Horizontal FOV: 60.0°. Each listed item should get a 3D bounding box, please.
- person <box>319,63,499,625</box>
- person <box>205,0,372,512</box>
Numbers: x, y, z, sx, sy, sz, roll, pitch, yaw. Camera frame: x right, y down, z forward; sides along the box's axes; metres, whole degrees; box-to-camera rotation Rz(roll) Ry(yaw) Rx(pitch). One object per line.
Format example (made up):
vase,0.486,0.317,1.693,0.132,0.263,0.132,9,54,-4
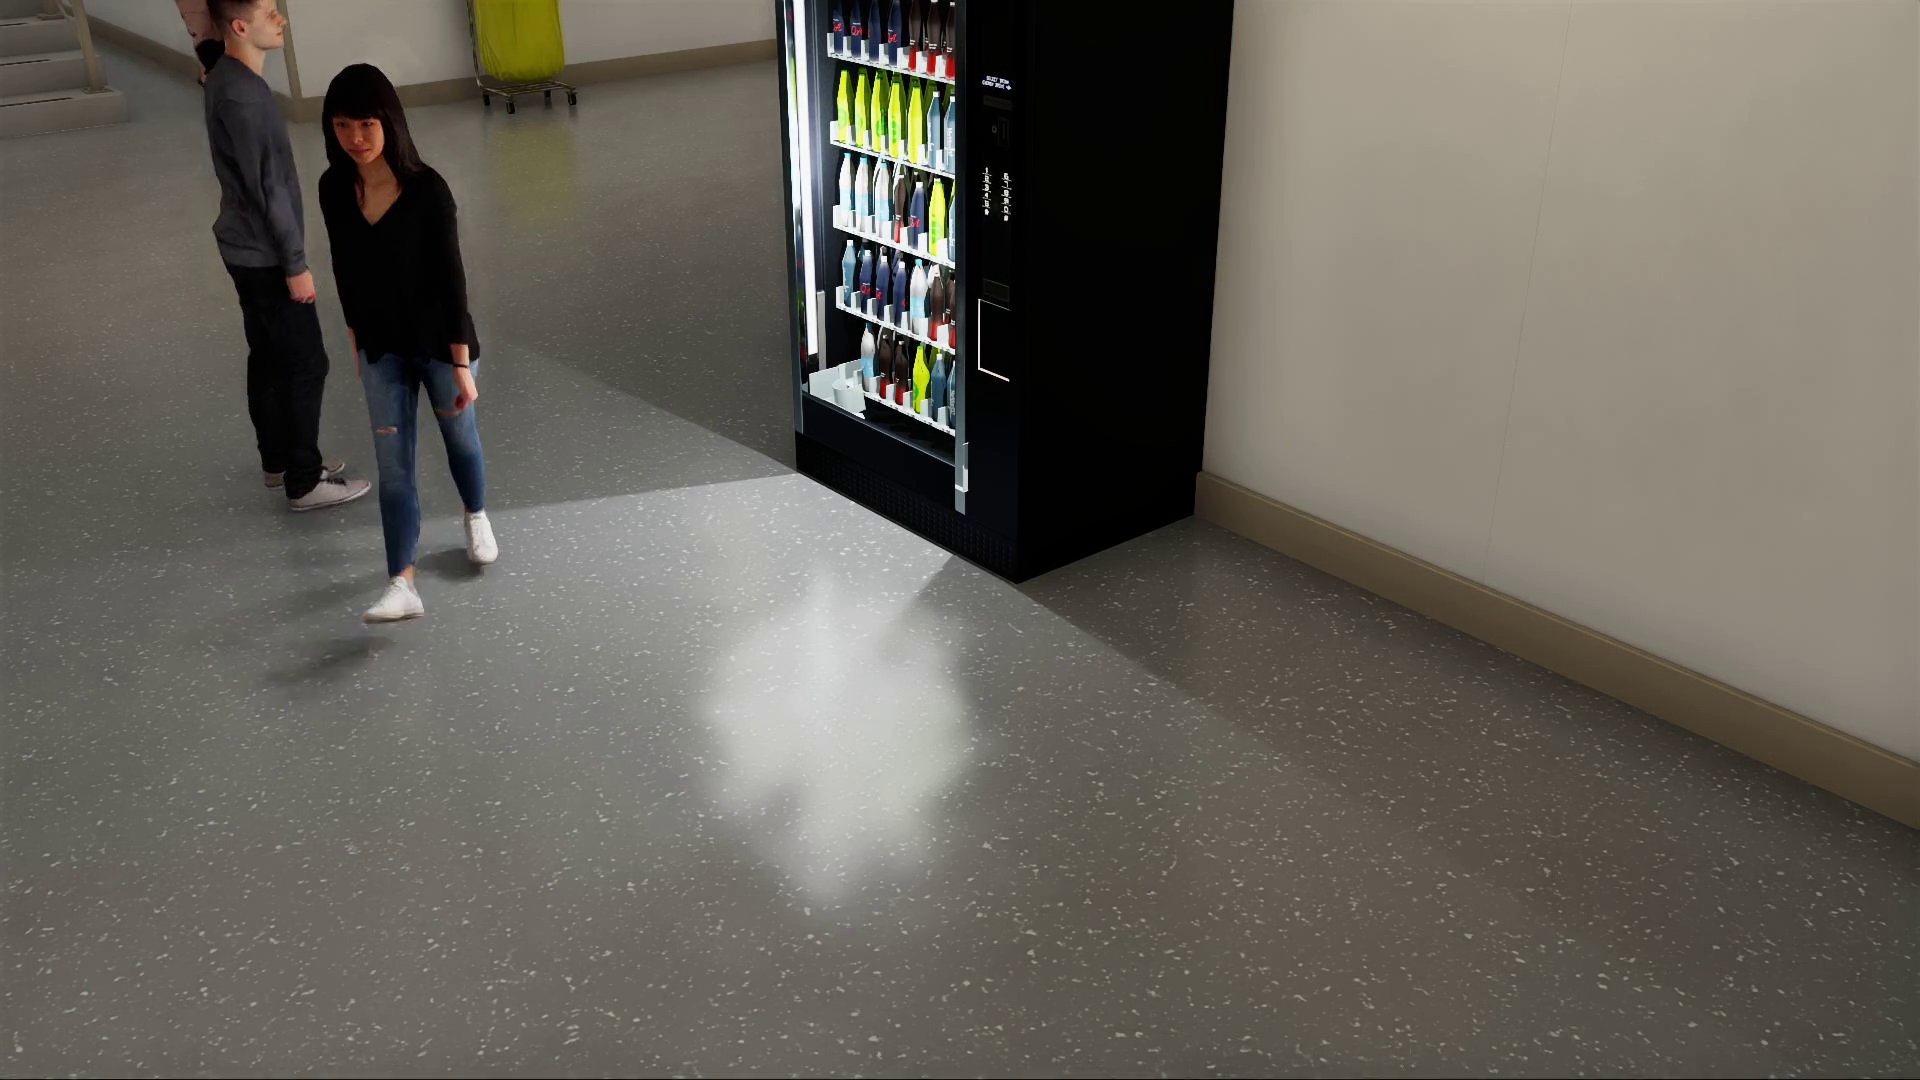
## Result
person,-1.603,-0.598,4.961,1.019,1.598,1.118,-1,26,-2
person,-2.319,-0.953,5.515,0.726,1.756,0.560,-15,29,-28
